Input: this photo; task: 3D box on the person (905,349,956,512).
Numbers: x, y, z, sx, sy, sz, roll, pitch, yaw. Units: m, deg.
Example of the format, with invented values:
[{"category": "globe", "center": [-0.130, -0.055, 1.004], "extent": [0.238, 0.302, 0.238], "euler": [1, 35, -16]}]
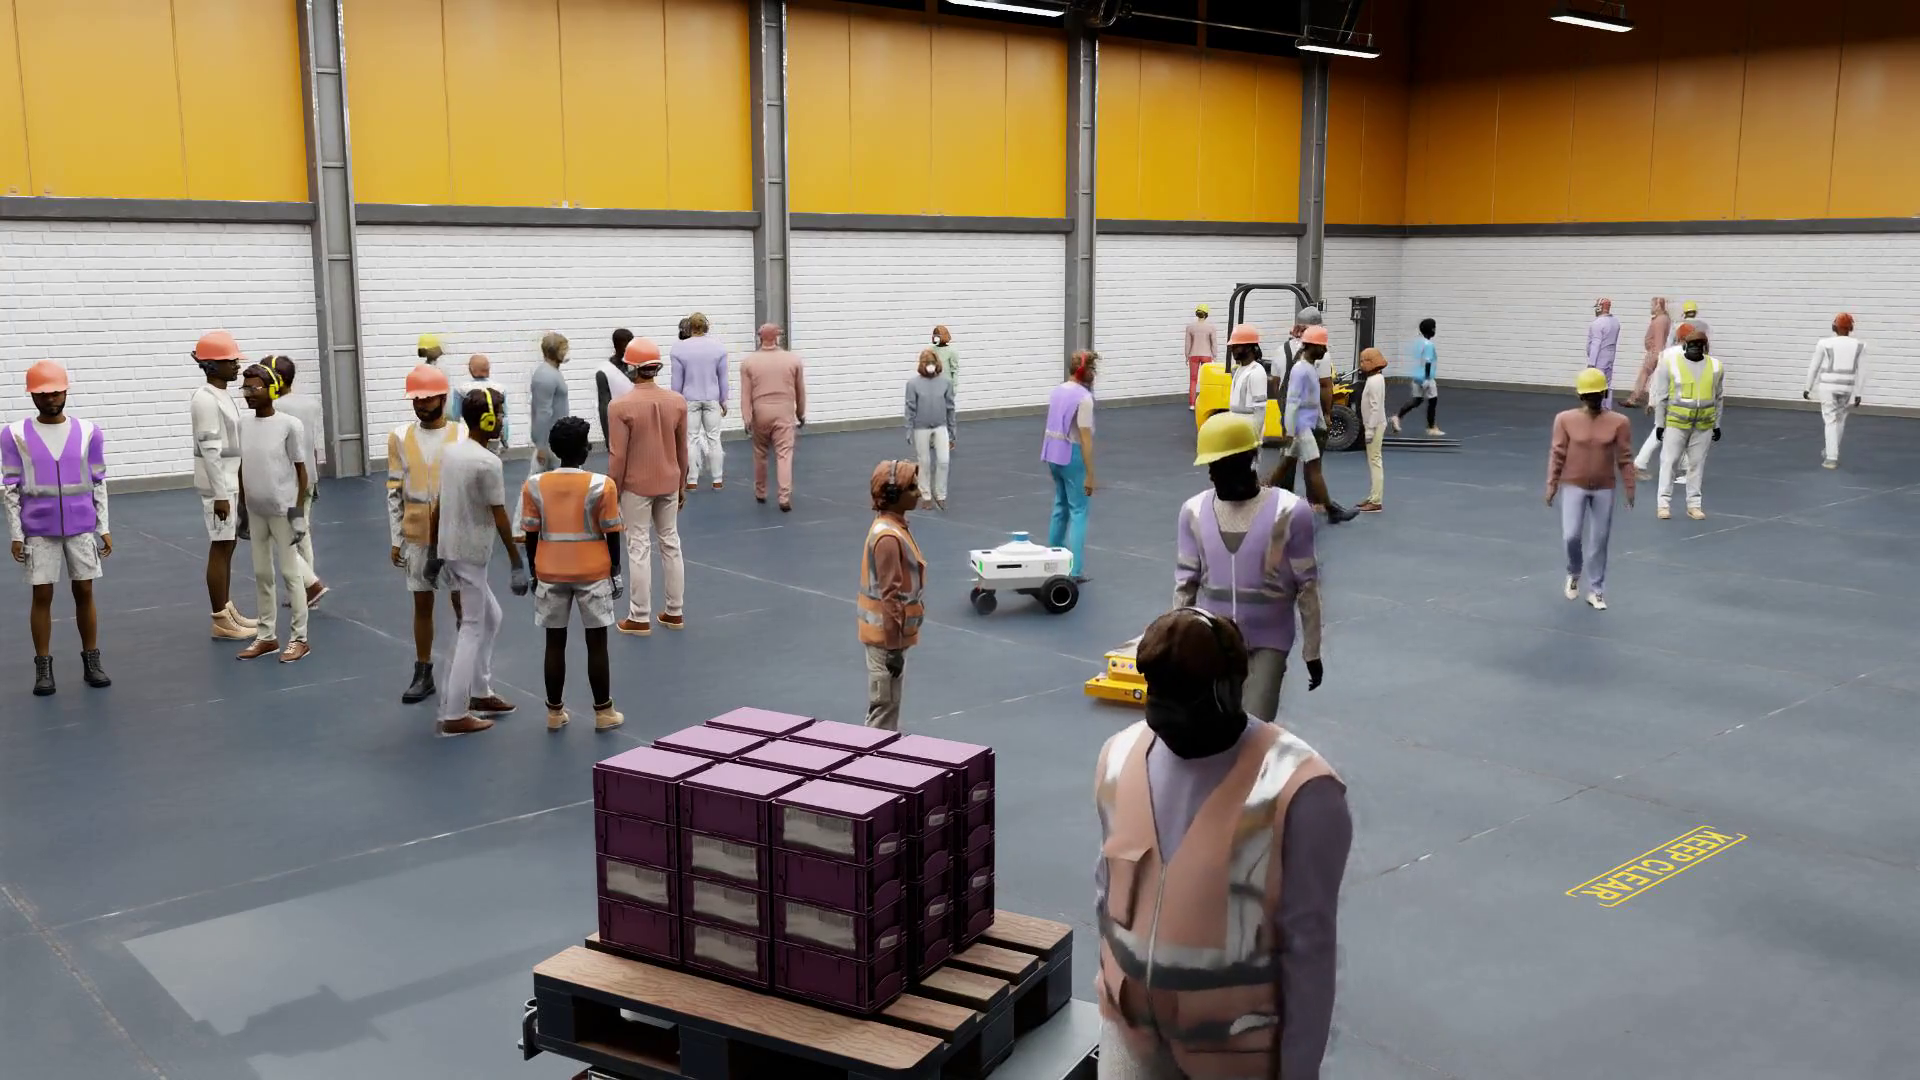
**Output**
[{"category": "person", "center": [-0.278, -1.079, 16.480], "extent": [0.535, 1.612, 0.606], "euler": [-2, 10, -10]}]

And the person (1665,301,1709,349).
[{"category": "person", "center": [11.691, -2.947, 26.843], "extent": [0.598, 1.813, 0.528], "euler": [1, 10, 7]}]

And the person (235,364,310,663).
[{"category": "person", "center": [-4.316, -0.160, 10.403], "extent": [0.517, 1.862, 0.327], "euler": [3, 10, 17]}]

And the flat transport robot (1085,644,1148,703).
[{"category": "flat transport robot", "center": [1.333, 0.718, 9.912], "extent": [0.652, 0.197, 1.431], "euler": [5, 11, 28]}]

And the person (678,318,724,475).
[{"category": "person", "center": [-3.021, -1.630, 19.092], "extent": [0.570, 1.831, 0.638], "euler": [3, 10, 14]}]

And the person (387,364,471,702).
[{"category": "person", "center": [-2.961, -0.030, 9.419], "extent": [0.551, 1.935, 0.372], "euler": [0, 10, -2]}]

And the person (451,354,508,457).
[{"category": "person", "center": [-4.572, -0.969, 15.904], "extent": [0.521, 1.603, 0.850], "euler": [-4, 11, -24]}]

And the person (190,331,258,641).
[{"category": "person", "center": [-4.857, -0.356, 11.015], "extent": [0.378, 2.045, 0.605], "euler": [-3, 10, -16]}]

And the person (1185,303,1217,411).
[{"category": "person", "center": [3.954, -2.995, 27.278], "extent": [0.533, 1.767, 0.327], "euler": [3, 10, 19]}]

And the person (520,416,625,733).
[{"category": "person", "center": [-2.048, 0.186, 8.844], "extent": [0.540, 1.698, 0.317], "euler": [1, 10, 4]}]

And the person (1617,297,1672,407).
[{"category": "person", "center": [11.602, -3.114, 27.715], "extent": [0.998, 1.858, 0.637], "euler": [7, 12, 36]}]

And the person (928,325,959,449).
[{"category": "person", "center": [-0.247, -2.005, 21.868], "extent": [0.507, 1.633, 0.278], "euler": [7, 12, 34]}]

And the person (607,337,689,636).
[{"category": "person", "center": [-2.094, -0.358, 11.162], "extent": [0.612, 1.997, 0.375], "euler": [-9, 13, -43]}]

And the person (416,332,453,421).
[{"category": "person", "center": [-5.738, -1.479, 18.593], "extent": [0.737, 1.703, 0.519], "euler": [-10, 14, -44]}]

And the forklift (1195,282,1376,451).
[{"category": "forklift", "center": [4.328, -2.346, 22.227], "extent": [2.313, 2.155, 1.214], "euler": [3, 10, 16]}]

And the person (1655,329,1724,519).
[{"category": "person", "center": [7.024, -1.109, 16.023], "extent": [0.630, 1.840, 0.429], "euler": [1, 10, 5]}]

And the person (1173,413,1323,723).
[{"category": "person", "center": [1.142, 0.432, 6.832], "extent": [0.620, 1.890, 0.732], "euler": [6, 12, 32]}]

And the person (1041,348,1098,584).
[{"category": "person", "center": [0.850, -0.582, 12.970], "extent": [0.397, 1.834, 0.628], "euler": [-5, 11, -26]}]

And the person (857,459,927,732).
[{"category": "person", "center": [-0.304, 0.452, 7.461], "extent": [0.315, 1.641, 0.515], "euler": [0, 10, -1]}]

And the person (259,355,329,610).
[{"category": "person", "center": [-4.713, -0.387, 11.787], "extent": [0.464, 1.855, 0.546], "euler": [3, 10, 19]}]

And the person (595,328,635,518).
[{"category": "person", "center": [-3.166, -1.038, 15.503], "extent": [0.593, 1.876, 0.669], "euler": [6, 11, 30]}]

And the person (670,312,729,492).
[{"category": "person", "center": [-2.796, -1.477, 17.884], "extent": [0.627, 1.940, 0.373], "euler": [-3, 10, -16]}]

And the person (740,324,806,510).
[{"category": "person", "center": [-1.882, -1.243, 16.783], "extent": [0.657, 1.853, 1.014], "euler": [-1, 10, -8]}]

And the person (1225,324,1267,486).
[{"category": "person", "center": [2.507, -0.938, 14.733], "extent": [0.368, 1.935, 0.552], "euler": [-2, 10, -9]}]

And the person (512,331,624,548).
[{"category": "person", "center": [-3.466, -0.857, 14.414], "extent": [1.006, 1.883, 0.653], "euler": [-2, 10, -12]}]

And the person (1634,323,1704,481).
[{"category": "person", "center": [8.067, -1.570, 18.904], "extent": [1.153, 1.797, 0.596], "euler": [-3, 10, -18]}]

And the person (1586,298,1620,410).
[{"category": "person", "center": [9.668, -2.701, 25.146], "extent": [0.651, 1.906, 0.403], "euler": [-8, 13, -40]}]

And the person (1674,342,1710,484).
[{"category": "person", "center": [8.176, -1.434, 18.510], "extent": [0.307, 1.641, 0.514], "euler": [5, 11, 28]}]

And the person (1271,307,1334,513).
[{"category": "person", "center": [3.460, -1.301, 16.554], "extent": [0.538, 2.000, 0.684], "euler": [-8, 13, -39]}]

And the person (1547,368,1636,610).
[{"category": "person", "center": [4.526, -0.363, 11.905], "extent": [0.612, 1.741, 0.393], "euler": [2, 10, 12]}]

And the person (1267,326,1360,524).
[{"category": "person", "center": [3.306, -1.096, 15.850], "extent": [1.020, 1.878, 0.564], "euler": [3, 10, 19]}]

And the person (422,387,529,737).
[{"category": "person", "center": [-2.576, 0.108, 8.915], "extent": [0.597, 1.830, 0.681], "euler": [9, 13, 42]}]

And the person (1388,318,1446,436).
[{"category": "person", "center": [6.471, -2.288, 23.420], "extent": [0.727, 1.674, 0.538], "euler": [-1, 10, -3]}]

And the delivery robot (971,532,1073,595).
[{"category": "delivery robot", "center": [0.440, 0.184, 11.931], "extent": [0.707, 0.478, 0.477], "euler": [-2, 10, -10]}]

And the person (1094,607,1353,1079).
[{"category": "person", "center": [0.566, 1.021, 3.625], "extent": [0.622, 1.814, 0.729], "euler": [8, 12, 38]}]

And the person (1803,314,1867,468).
[{"category": "person", "center": [10.571, -1.811, 20.135], "extent": [0.585, 1.842, 0.849], "euler": [1, 10, 7]}]

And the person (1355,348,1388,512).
[{"category": "person", "center": [4.093, -1.093, 16.530], "extent": [0.288, 1.633, 0.501], "euler": [3, 10, 16]}]

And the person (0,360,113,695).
[{"category": "person", "center": [-5.238, -0.076, 9.686], "extent": [0.543, 1.939, 0.360], "euler": [-7, 12, -35]}]
